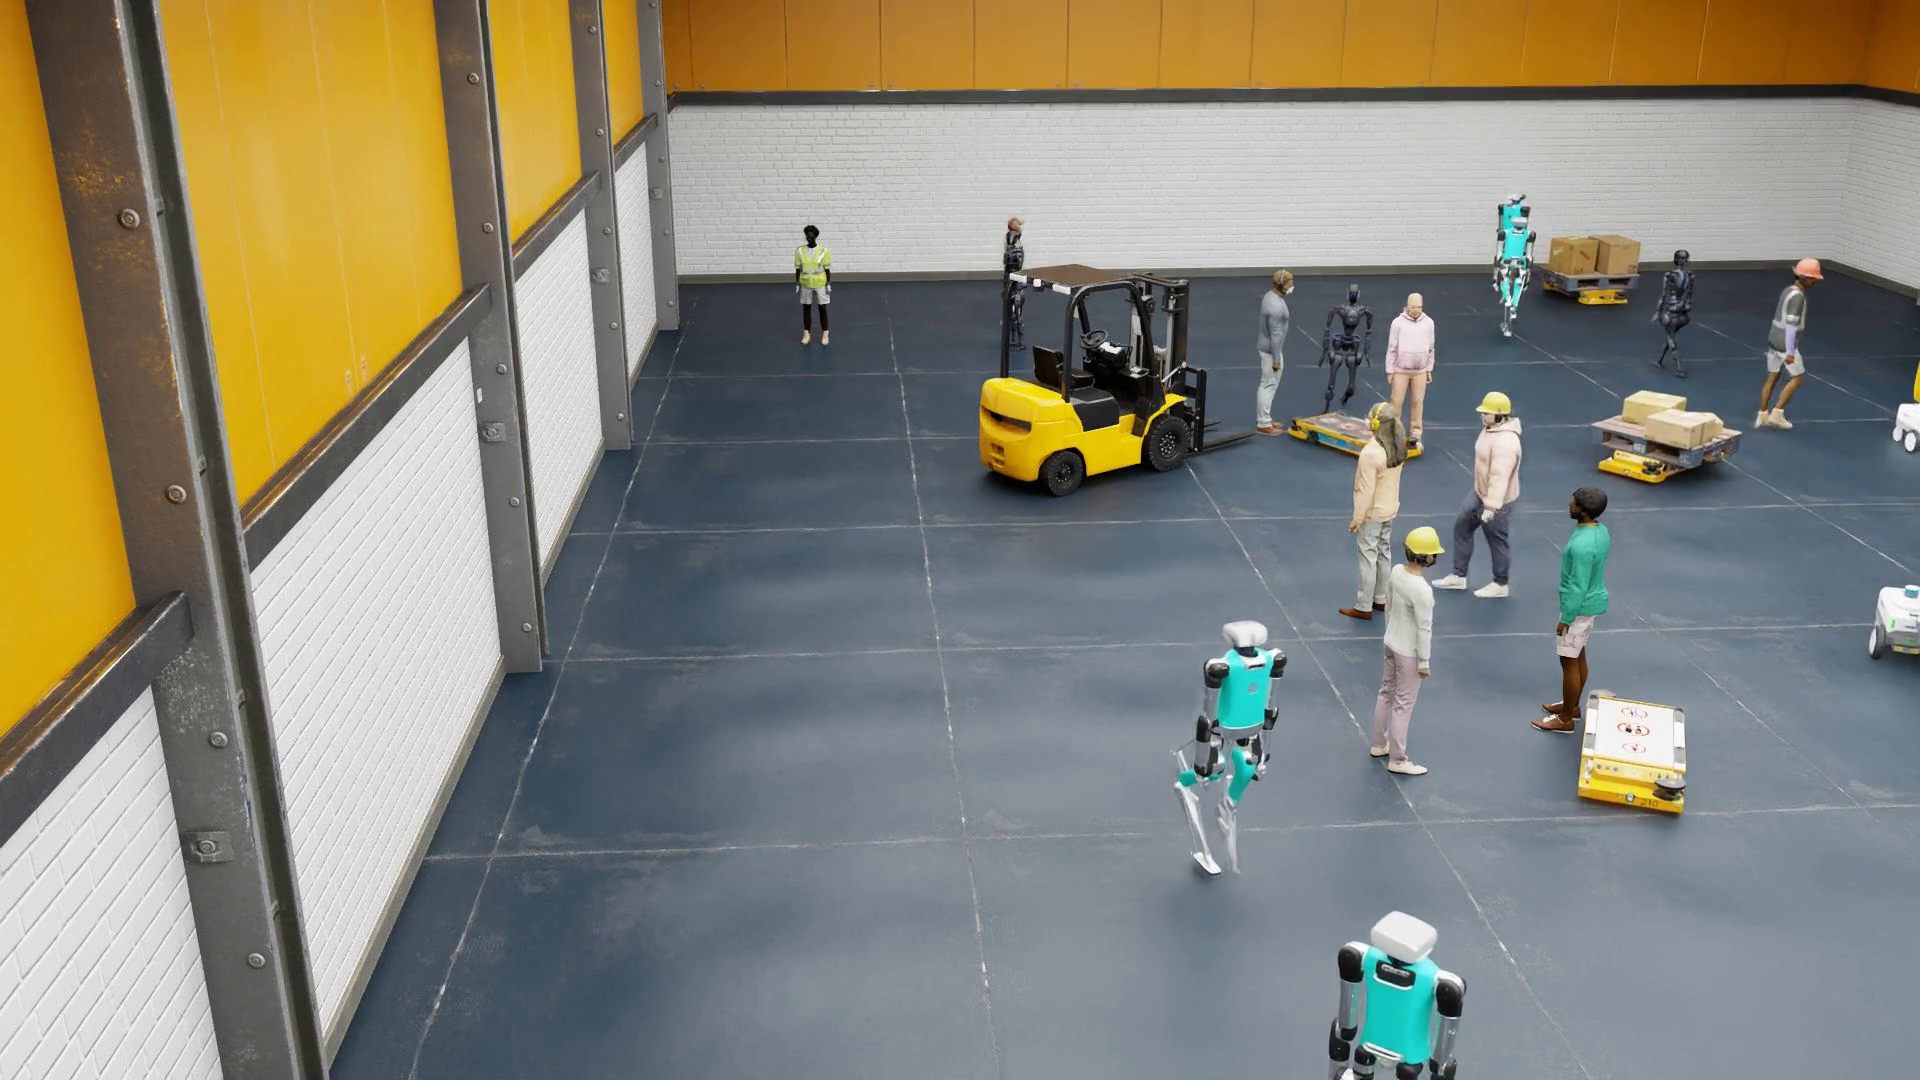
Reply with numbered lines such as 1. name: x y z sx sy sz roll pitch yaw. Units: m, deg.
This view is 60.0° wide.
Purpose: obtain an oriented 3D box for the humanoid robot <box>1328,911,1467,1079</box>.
1. humanoid robot: 1.667 2.494 6.846 0.536 1.877 0.732 14 24 33

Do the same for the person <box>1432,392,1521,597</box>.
1. person: 4.486 -0.372 14.351 0.763 1.838 0.834 0 20 -1

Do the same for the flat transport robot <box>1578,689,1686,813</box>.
1. flat transport robot: 4.712 1.460 11.649 0.659 0.231 1.431 8 22 20

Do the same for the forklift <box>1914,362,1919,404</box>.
1. forklift: 12.602 -2.435 19.475 2.313 2.155 1.214 -1 20 -4

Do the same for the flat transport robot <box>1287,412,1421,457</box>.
1. flat transport robot: 4.440 -1.164 18.798 0.659 0.231 1.431 -13 24 -31

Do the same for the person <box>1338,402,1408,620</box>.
1. person: 3.498 -0.242 13.958 0.409 1.877 0.555 18 27 41

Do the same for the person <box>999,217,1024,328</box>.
1. person: 0.753 -3.917 24.341 0.353 1.616 0.617 -1 20 -2

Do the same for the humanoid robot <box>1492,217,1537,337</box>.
1. humanoid robot: 7.813 -3.636 23.439 0.548 1.743 1.029 2 20 6

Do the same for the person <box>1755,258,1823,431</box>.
1. person: 9.583 -2.267 19.275 0.493 2.014 0.639 1 20 3

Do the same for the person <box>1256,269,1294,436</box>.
1. person: 3.595 -2.155 19.102 0.374 1.930 0.633 2 20 5

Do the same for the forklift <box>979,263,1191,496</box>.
1. forklift: 1.315 -1.764 17.646 2.313 2.155 1.214 -14 24 -33

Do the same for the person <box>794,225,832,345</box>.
1. person: -2.055 -3.573 23.295 0.534 1.691 0.318 3 20 9

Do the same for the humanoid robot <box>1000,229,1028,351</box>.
1. humanoid robot: 0.753 -3.465 23.000 0.315 1.659 0.599 -7 21 -17

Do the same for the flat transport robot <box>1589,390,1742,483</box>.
1. flat transport robot: 7.645 -0.912 18.112 1.431 0.231 0.659 -15 25 -36

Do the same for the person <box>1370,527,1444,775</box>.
1. person: 3.088 0.744 11.426 0.328 1.767 0.527 -4 21 -11

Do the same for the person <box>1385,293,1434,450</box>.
1. person: 5.014 -1.889 18.597 0.534 1.774 0.420 0 20 0

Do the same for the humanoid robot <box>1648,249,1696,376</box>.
1. humanoid robot: 9.367 -2.981 21.792 0.600 1.637 0.787 -9 22 -22

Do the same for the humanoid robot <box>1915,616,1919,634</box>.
1. humanoid robot: 7.660 0.272 12.750 0.733 1.784 0.541 6 21 16

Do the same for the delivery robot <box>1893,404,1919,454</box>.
1. delivery robot: 10.857 -1.288 18.712 0.499 0.587 0.771 1 20 3

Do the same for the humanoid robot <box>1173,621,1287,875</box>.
1. humanoid robot: 1.549 1.279 10.100 0.541 1.836 0.746 -9 22 -23

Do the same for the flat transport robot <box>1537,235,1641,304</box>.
1. flat transport robot: 9.948 -3.972 26.450 0.659 0.231 1.431 -3 20 -9

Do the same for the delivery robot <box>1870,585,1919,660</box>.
1. delivery robot: 7.623 0.662 13.401 0.499 0.589 0.775 7 21 19

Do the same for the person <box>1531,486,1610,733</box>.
1. person: 4.452 0.498 11.974 0.397 1.854 0.494 13 24 31

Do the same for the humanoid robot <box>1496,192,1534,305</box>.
1. humanoid robot: 8.625 -4.446 25.731 0.679 1.876 0.550 -15 25 -34

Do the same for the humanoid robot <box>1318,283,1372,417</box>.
1. humanoid robot: 4.566 -2.264 19.763 0.610 1.636 0.510 0 20 1
